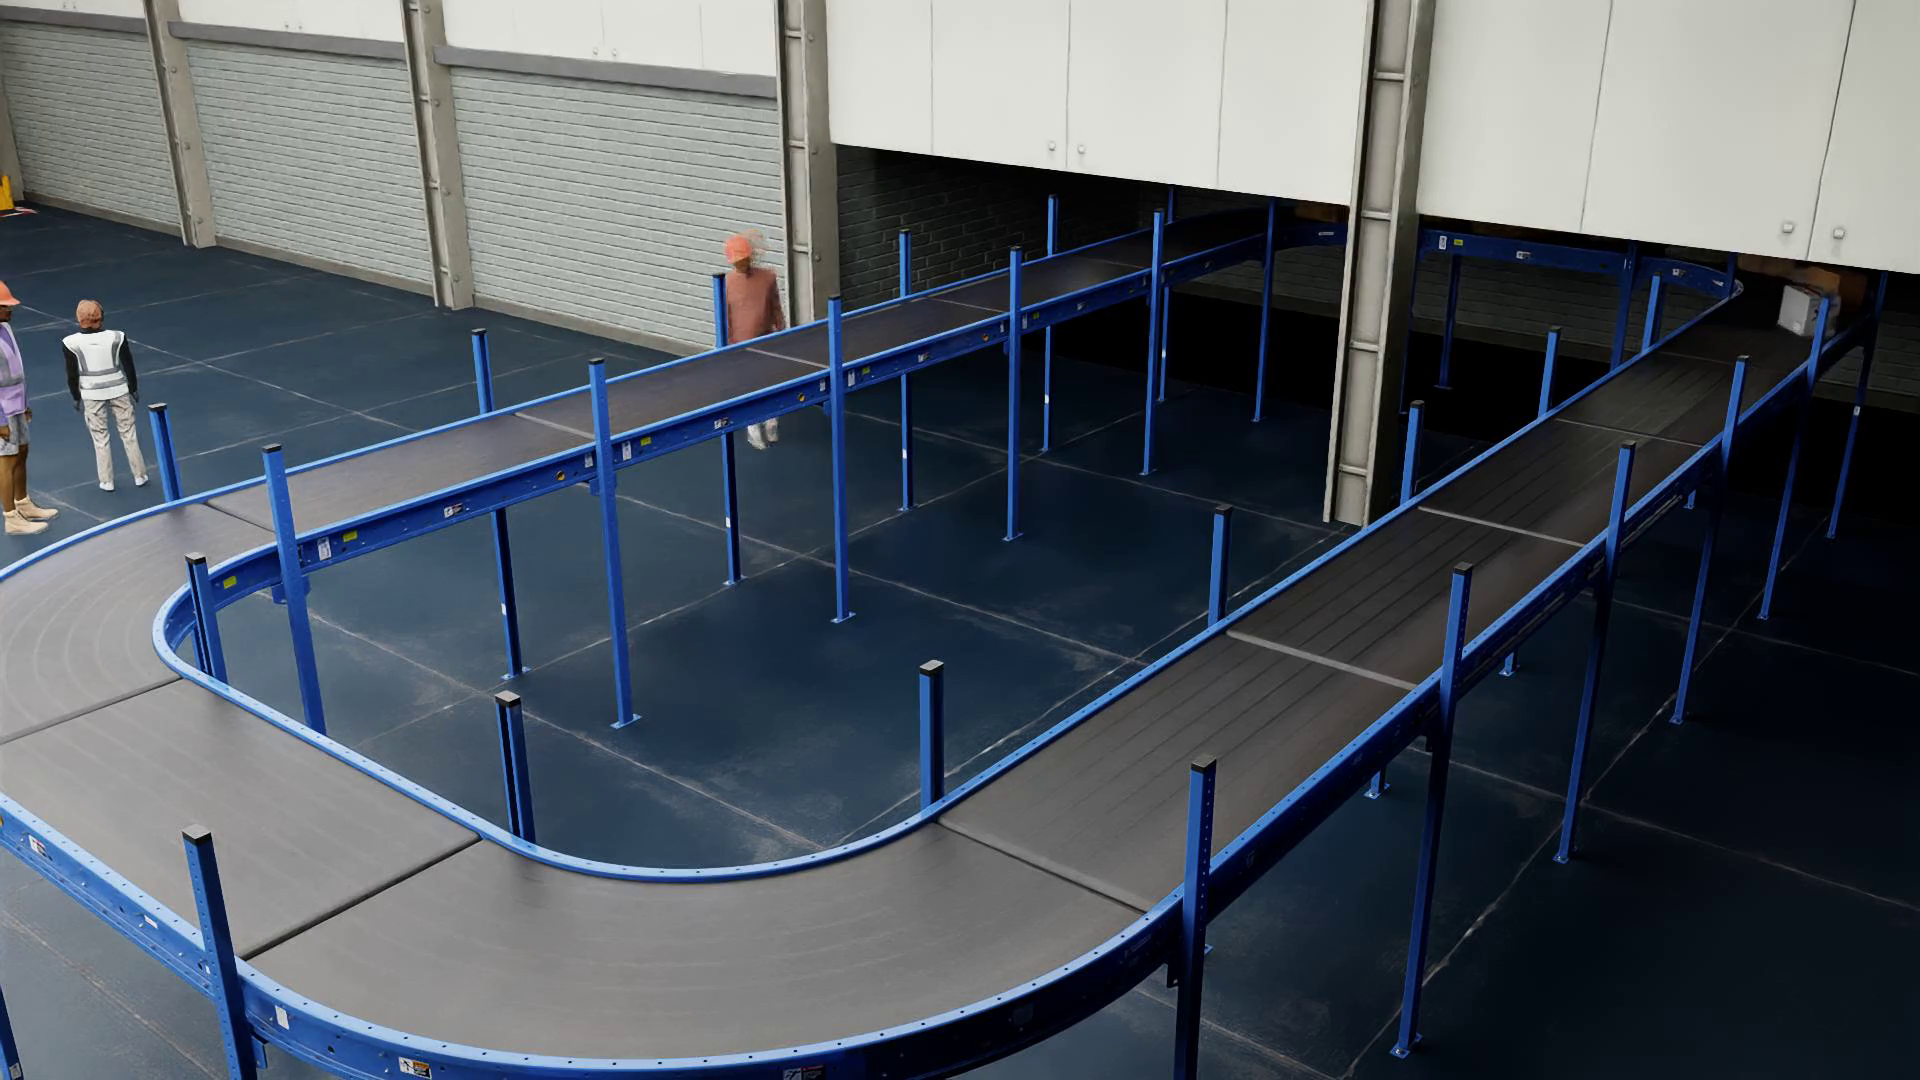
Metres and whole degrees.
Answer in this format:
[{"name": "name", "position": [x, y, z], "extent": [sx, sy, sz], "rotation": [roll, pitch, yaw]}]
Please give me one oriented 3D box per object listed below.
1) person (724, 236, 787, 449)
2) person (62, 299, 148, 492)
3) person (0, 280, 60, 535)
[{"name": "person", "position": [-1.868, -1.778, 15.072], "extent": [0.703, 1.959, 0.400], "rotation": [-10, 24, -25]}, {"name": "person", "position": [-7.207, -1.212, 14.028], "extent": [0.525, 1.639, 0.307], "rotation": [-13, 25, -29]}, {"name": "person", "position": [-7.463, -1.050, 13.095], "extent": [0.419, 2.034, 0.604], "rotation": [-4, 22, -11]}]
